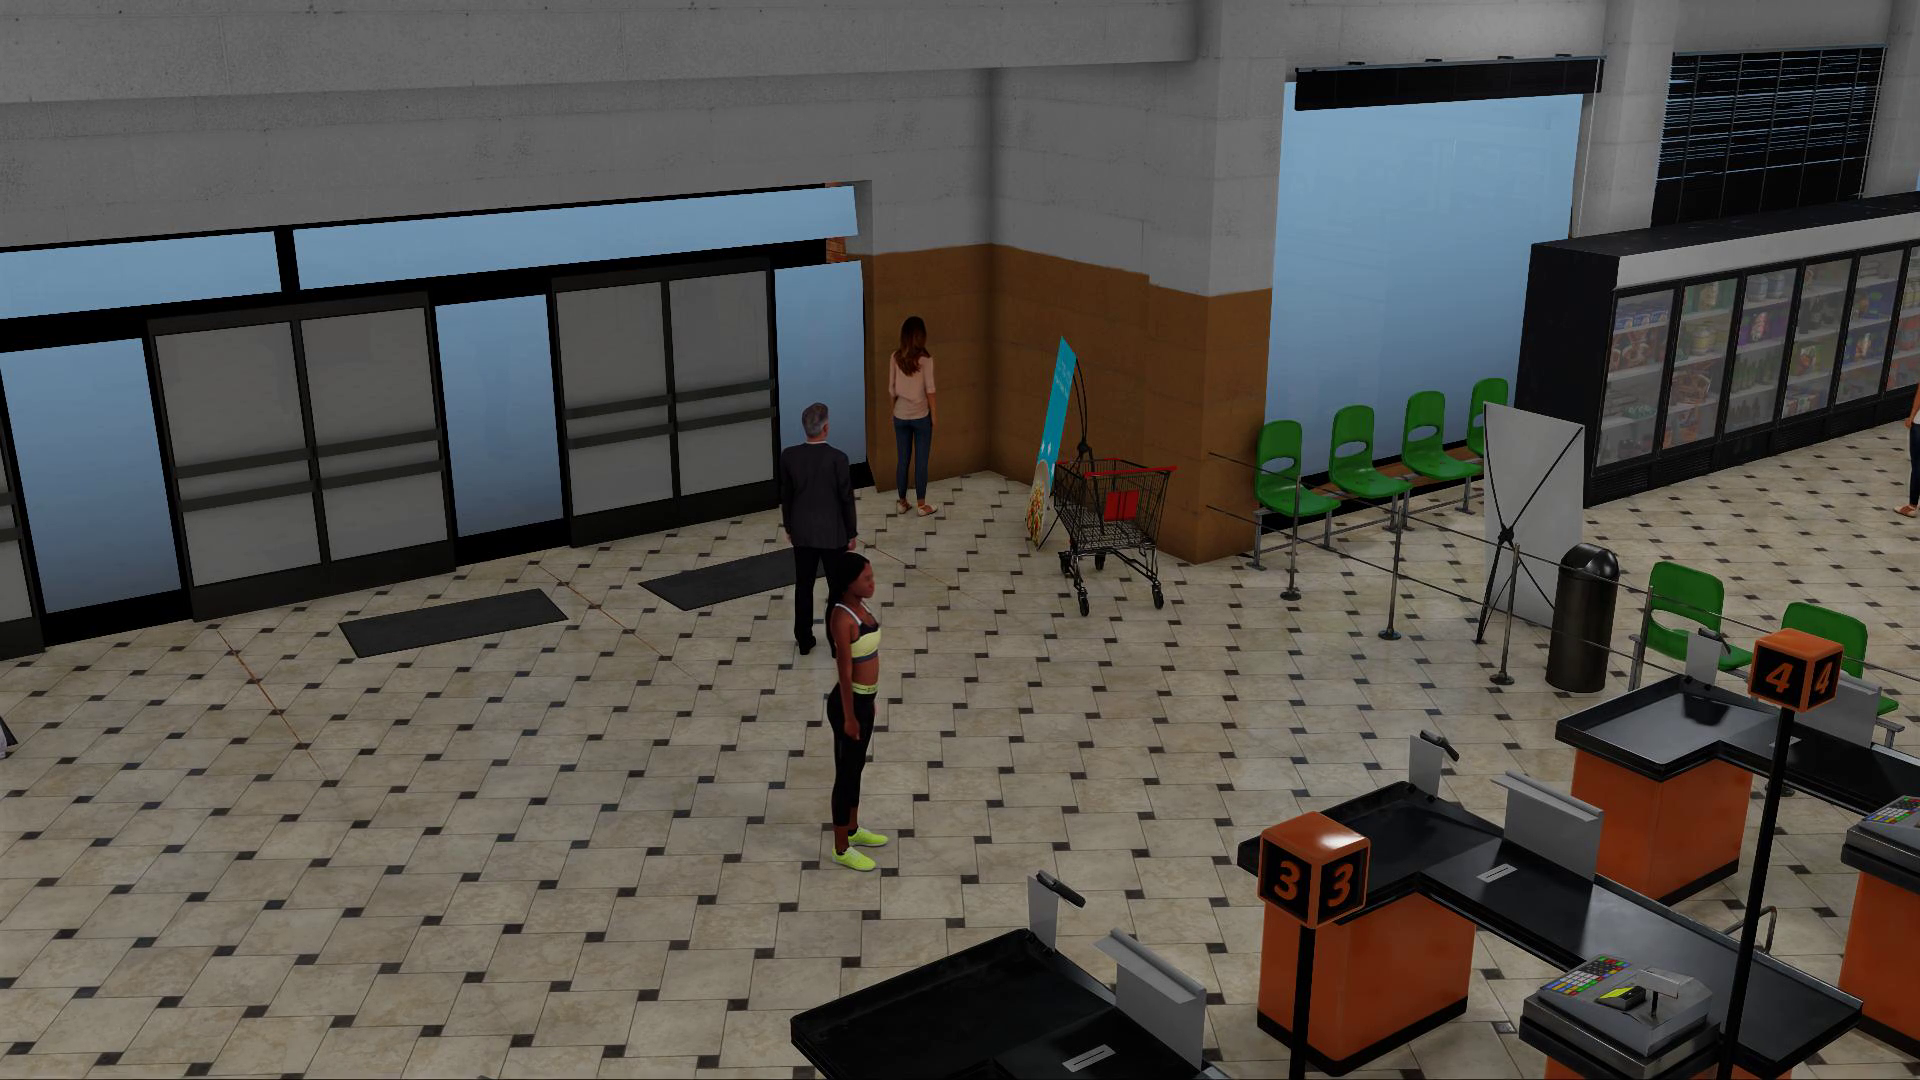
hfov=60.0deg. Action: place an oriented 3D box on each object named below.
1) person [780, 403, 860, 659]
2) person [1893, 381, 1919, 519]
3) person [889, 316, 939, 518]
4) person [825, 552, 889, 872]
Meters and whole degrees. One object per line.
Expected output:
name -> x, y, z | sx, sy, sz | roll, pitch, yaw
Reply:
person -> -0.980, -0.072, 11.671 | 0.774, 1.842, 0.861 | 5, 19, 15
person -> 8.639, -1.072, 14.733 | 0.676, 1.782, 0.685 | -2, 19, -5
person -> -0.424, -1.102, 14.807 | 0.622, 1.791, 0.737 | 9, 20, 24
person -> -0.586, 0.898, 8.931 | 0.693, 1.755, 0.639 | 4, 19, 12
